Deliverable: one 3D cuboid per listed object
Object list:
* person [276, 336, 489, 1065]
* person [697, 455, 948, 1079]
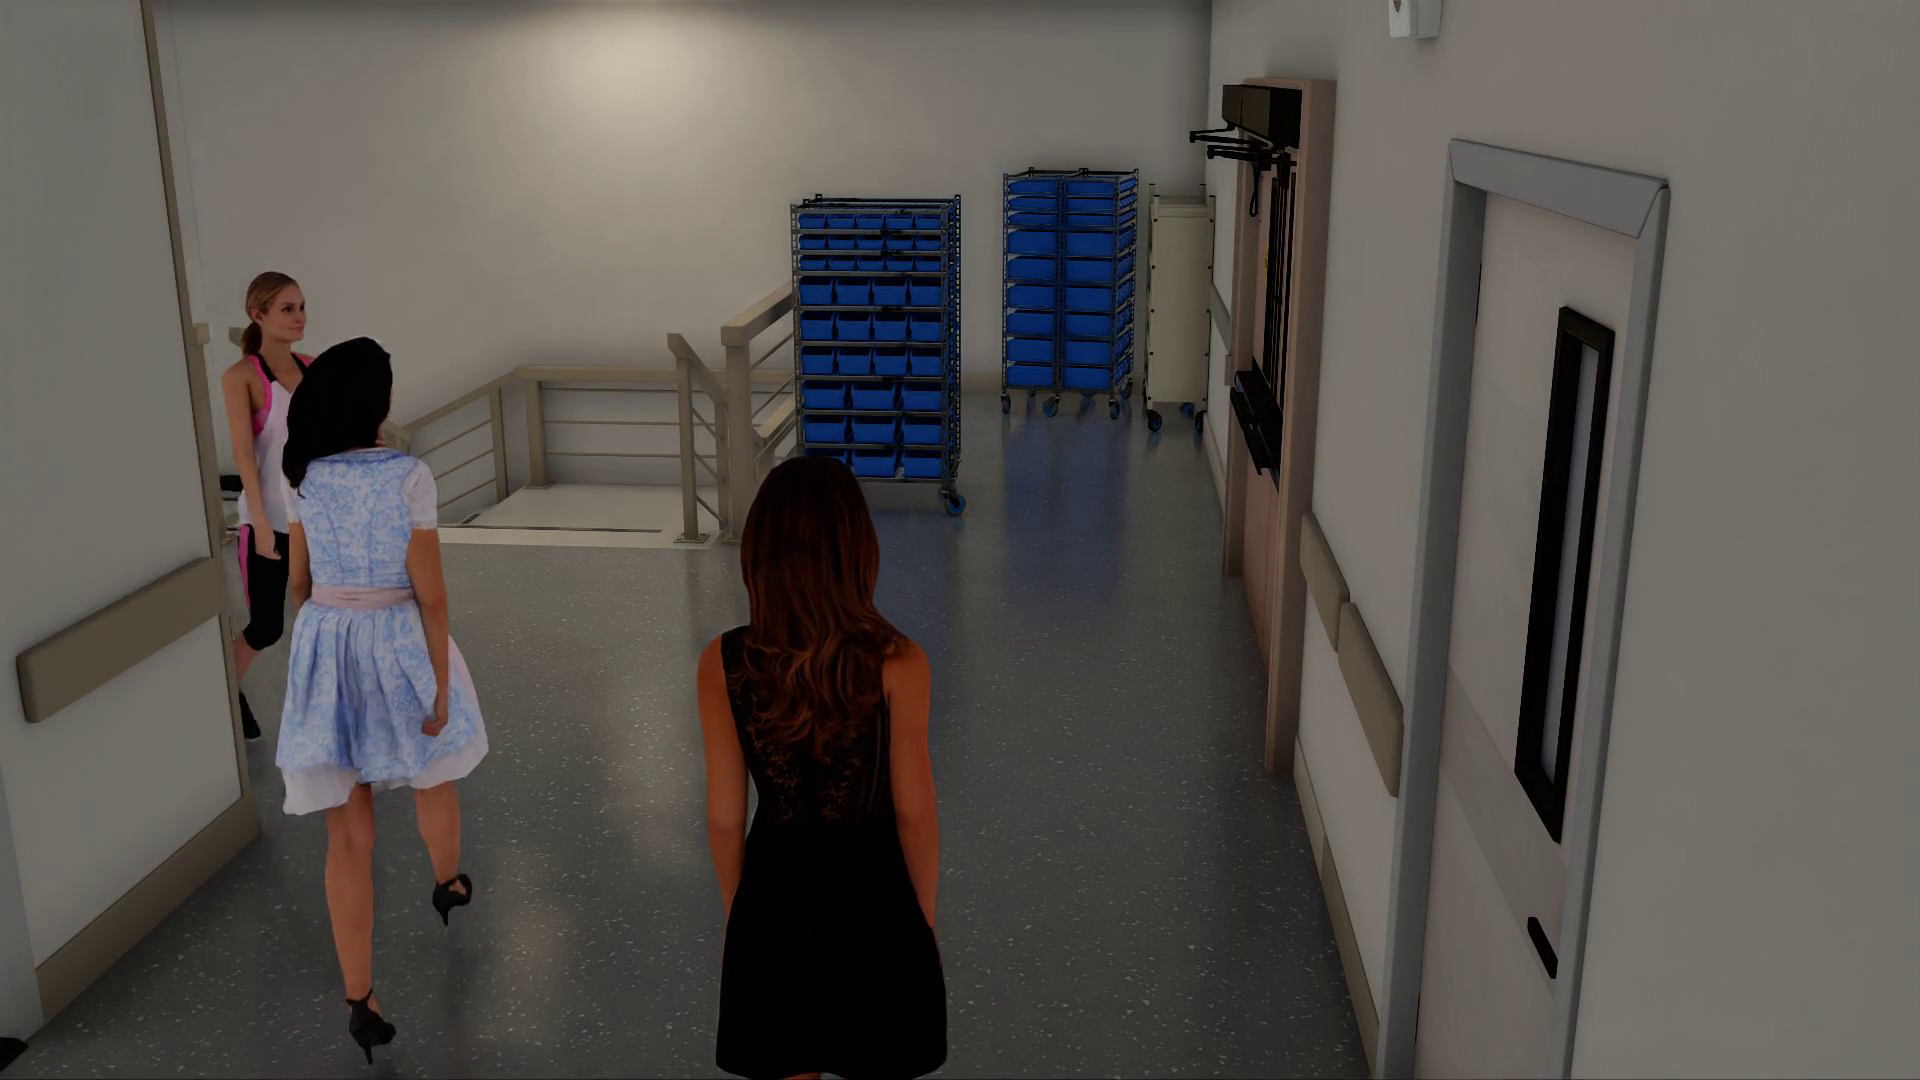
[{"bbox_3d":[-1.505,0.440,4.189,0.731,1.758,1.207,-1,16,-2],"label":"person"},{"bbox_3d":[-0.242,0.744,2.968,0.575,1.835,0.515,1,16,4],"label":"person"}]
